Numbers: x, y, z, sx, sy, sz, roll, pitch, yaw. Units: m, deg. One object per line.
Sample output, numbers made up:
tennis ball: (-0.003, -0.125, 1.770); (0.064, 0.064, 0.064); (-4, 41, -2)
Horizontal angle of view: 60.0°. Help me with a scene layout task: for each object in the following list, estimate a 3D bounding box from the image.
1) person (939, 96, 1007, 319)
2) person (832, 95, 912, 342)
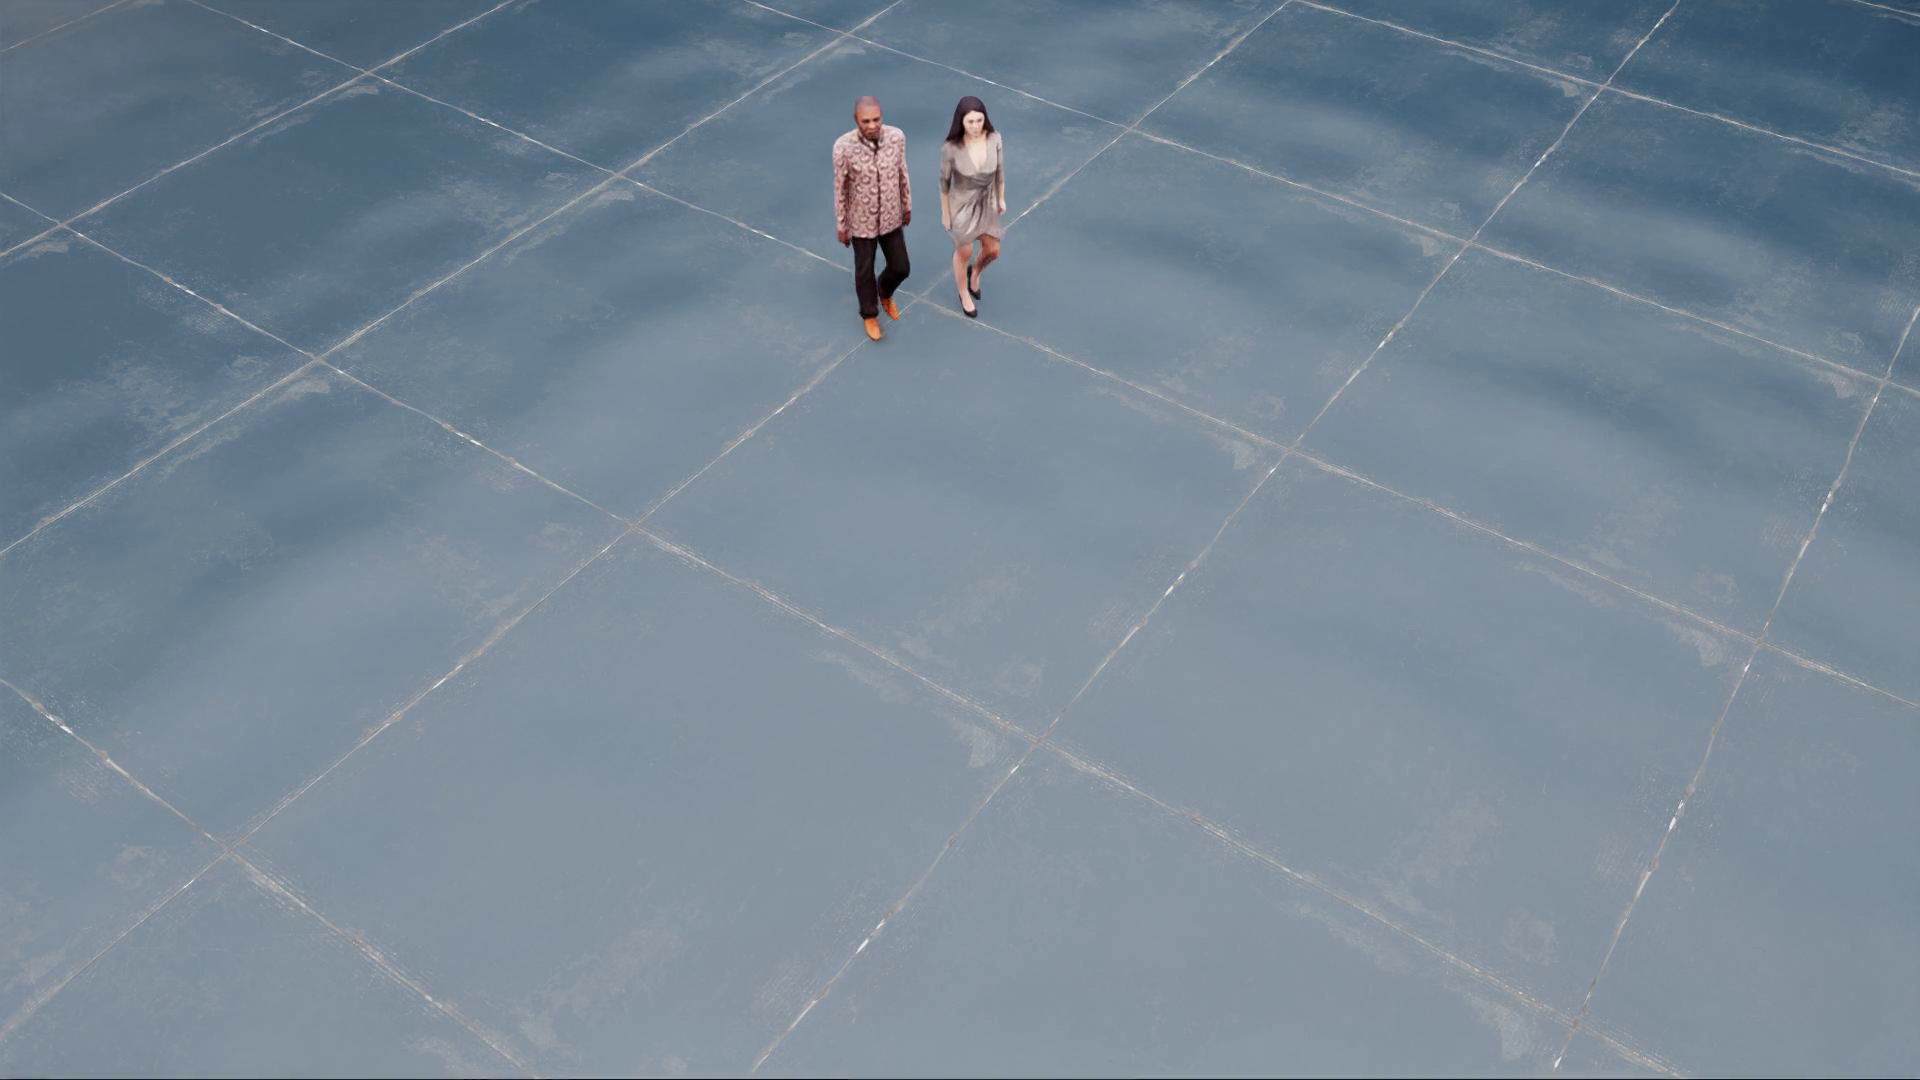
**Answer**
person: (0.064, -2.314, 11.427); (0.777, 1.731, 0.821); (-13, 45, -13)
person: (-0.604, -2.230, 11.294); (0.847, 1.790, 0.880); (-14, 45, -15)
